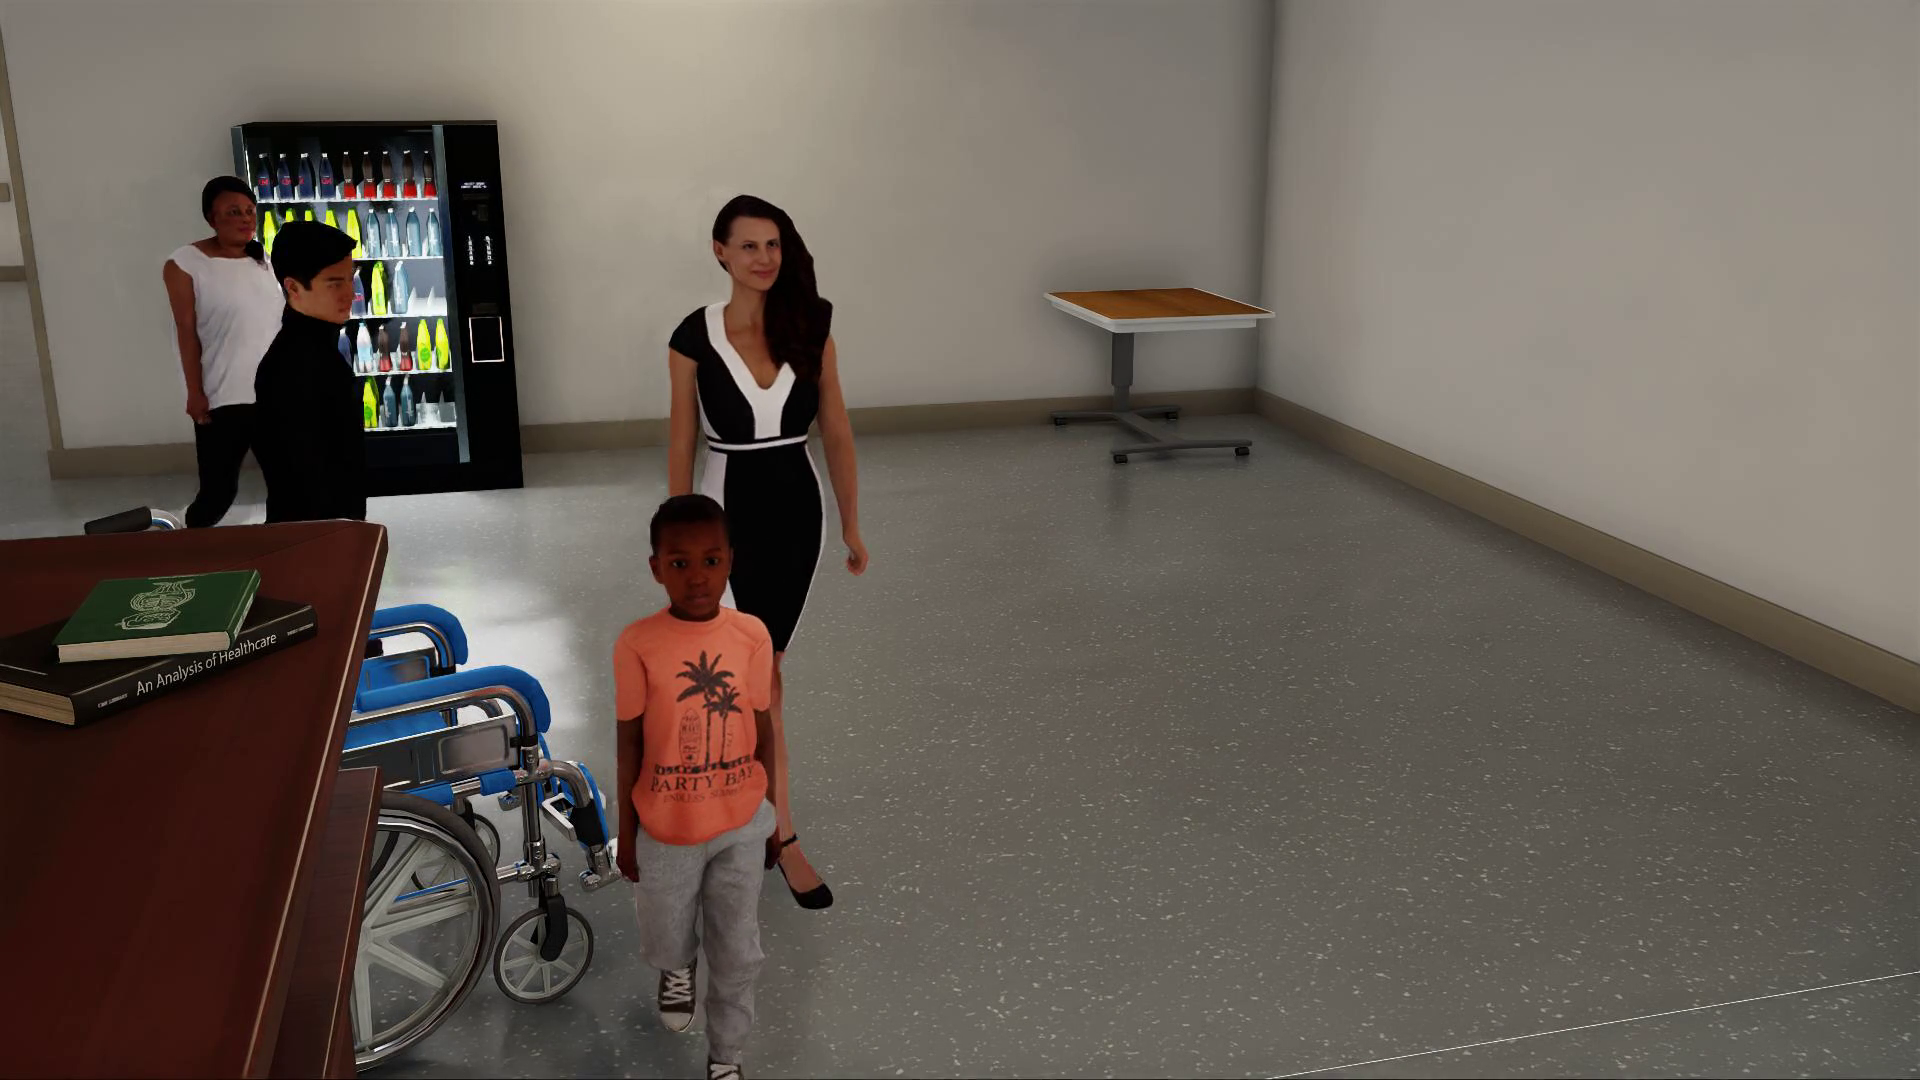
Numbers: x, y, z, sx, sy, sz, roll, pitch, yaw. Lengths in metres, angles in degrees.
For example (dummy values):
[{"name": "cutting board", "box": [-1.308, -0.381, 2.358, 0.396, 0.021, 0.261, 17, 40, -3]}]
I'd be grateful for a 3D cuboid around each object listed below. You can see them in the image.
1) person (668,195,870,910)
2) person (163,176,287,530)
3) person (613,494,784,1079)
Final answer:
[{"name": "person", "box": [-0.547, 0.018, 4.372, 1.087, 1.752, 0.796, -8, 18, -26]}, {"name": "person", "box": [-2.987, -0.629, 6.830, 1.099, 1.663, 1.078, 10, 19, 33]}, {"name": "person", "box": [-0.547, 0.533, 3.388, 0.709, 1.294, 0.539, -4, 16, -15]}]
